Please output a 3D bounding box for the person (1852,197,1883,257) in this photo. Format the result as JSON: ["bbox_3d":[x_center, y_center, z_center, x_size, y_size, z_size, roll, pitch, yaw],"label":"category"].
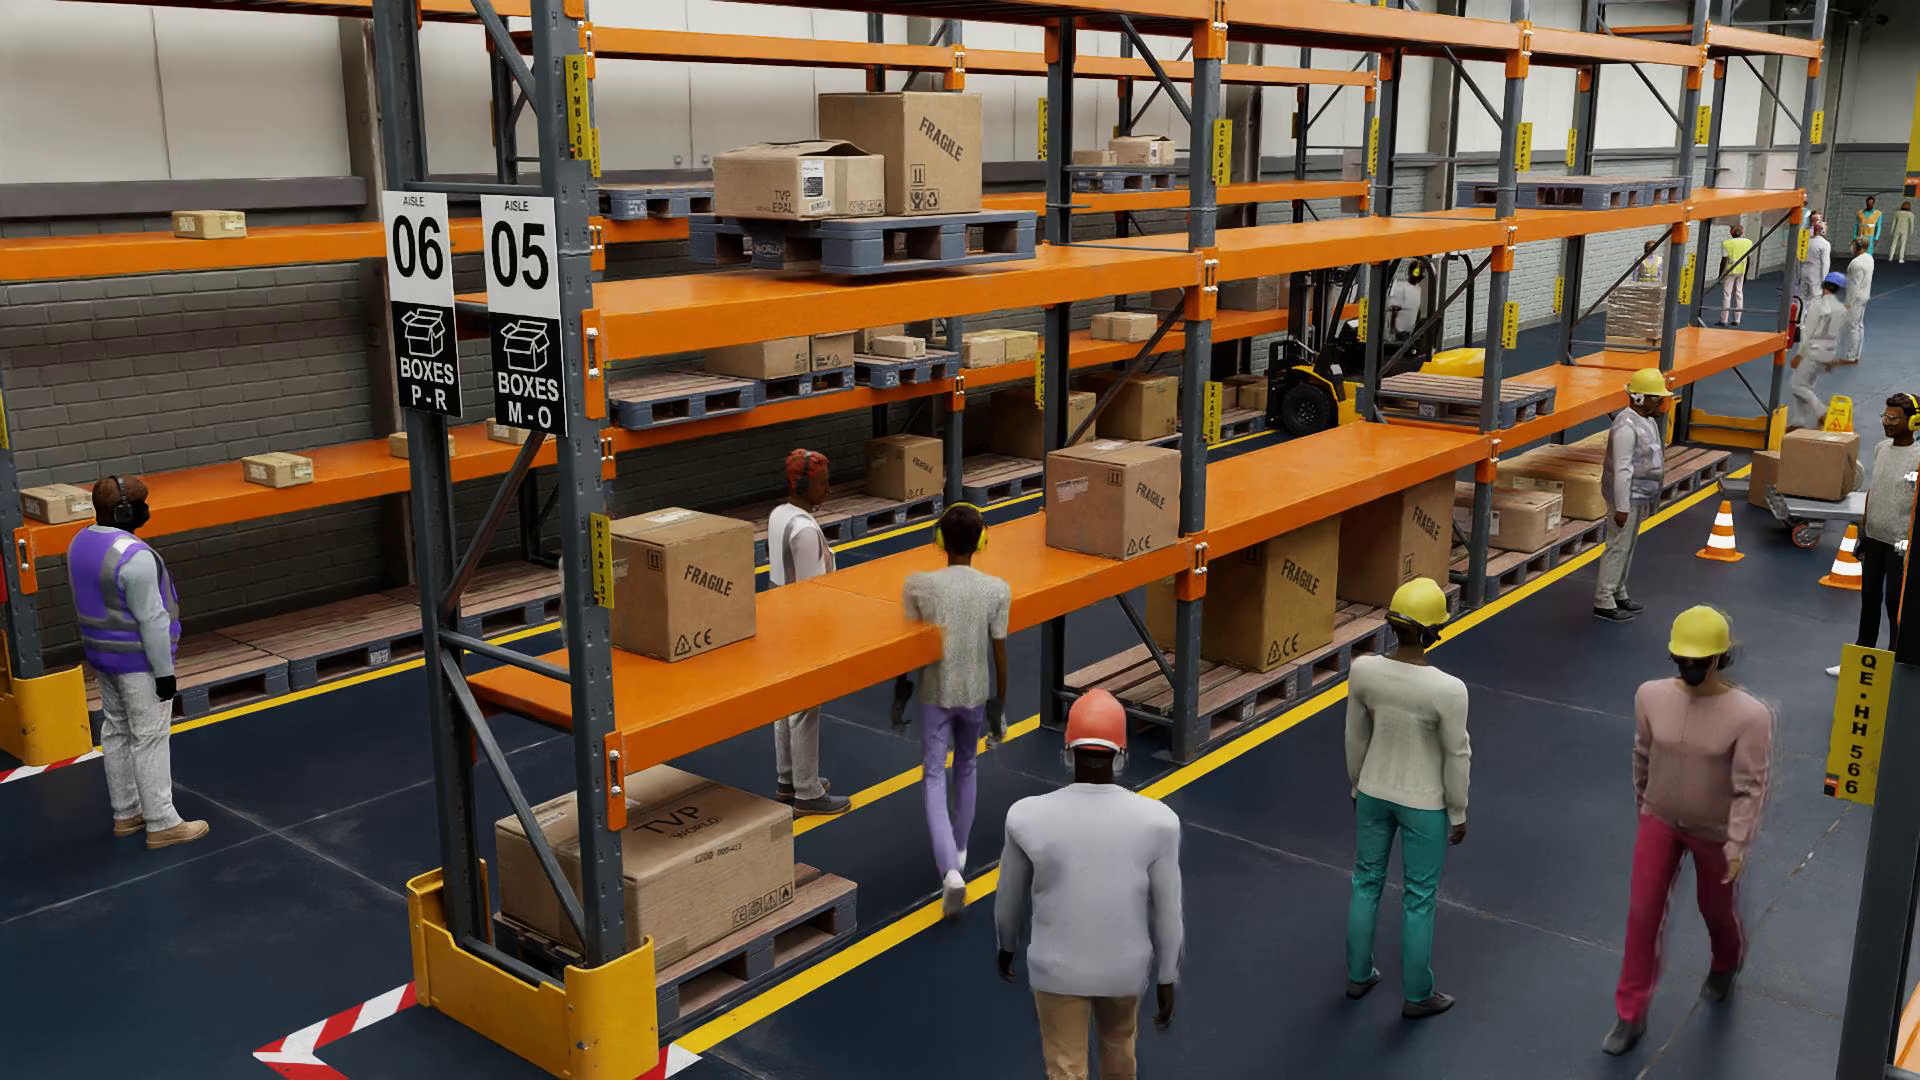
[{"bbox_3d":[21.734,-7.262,39.888,0.383,1.918,0.597,-11,18,-39],"label":"person"}]

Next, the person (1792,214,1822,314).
[{"bbox_3d":[16.274,-5.277,31.856,0.399,1.900,0.645,-4,14,-14],"label":"person"}]

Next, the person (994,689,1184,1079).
[{"bbox_3d":[0.400,1.312,5.376,0.580,1.721,0.720,-1,14,-4],"label":"person"}]

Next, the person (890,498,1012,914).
[{"bbox_3d":[-0.034,0.735,7.506,0.540,1.840,0.866,-2,14,-9],"label":"person"}]

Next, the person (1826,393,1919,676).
[{"bbox_3d":[5.791,0.008,10.388,0.323,1.871,0.528,-3,14,-13],"label":"person"}]

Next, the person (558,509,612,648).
[{"bbox_3d":[-1.808,0.580,8.571,0.506,1.621,0.529,7,15,26],"label":"person"}]

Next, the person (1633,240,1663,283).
[{"bbox_3d":[11.697,-4.289,28.362,0.511,1.641,0.307,-2,14,-6],"label":"person"}]

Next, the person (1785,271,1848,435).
[{"bbox_3d":[9.746,-2.100,18.923,0.640,1.895,0.588,-10,17,-36],"label":"person"}]

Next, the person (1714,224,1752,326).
[{"bbox_3d":[13.875,-4.752,29.832,0.565,1.840,0.390,-2,14,-7],"label":"person"}]

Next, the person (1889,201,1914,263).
[{"bbox_3d":[25.110,-8.213,44.362,0.546,1.628,0.313,13,19,42],"label":"person"}]

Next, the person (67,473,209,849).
[{"bbox_3d":[-4.013,0.584,8.104,0.634,1.841,0.429,10,17,34],"label":"person"}]

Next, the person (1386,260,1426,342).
[{"bbox_3d":[5.727,-2.652,21.290,0.602,1.839,0.544,12,18,40],"label":"person"}]

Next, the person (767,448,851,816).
[{"bbox_3d":[-0.795,0.468,8.484,0.353,1.886,0.572,-6,15,-22],"label":"person"}]

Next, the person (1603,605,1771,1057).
[{"bbox_3d":[2.828,1.064,6.376,0.526,1.731,0.847,12,18,41],"label":"person"}]

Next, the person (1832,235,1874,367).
[{"bbox_3d":[13.320,-3.554,24.747,0.360,1.938,0.635,13,19,41],"label":"person"}]

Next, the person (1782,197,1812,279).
[{"bbox_3d":[19.622,-7.060,38.888,0.627,2.005,0.932,11,17,37],"label":"person"}]

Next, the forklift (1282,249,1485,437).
[{"bbox_3d":[4.886,-2.214,18.767,2.313,2.155,1.214,11,18,38],"label":"forklift"}]

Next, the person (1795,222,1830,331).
[{"bbox_3d":[14.892,-4.579,28.990,0.399,1.910,0.643,-4,14,-16],"label":"person"}]

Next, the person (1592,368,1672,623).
[{"bbox_3d":[4.774,-0.318,11.823,0.405,1.824,0.594,10,17,34],"label":"person"}]

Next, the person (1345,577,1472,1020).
[{"bbox_3d":[1.749,1.009,6.528,0.525,1.769,0.308,13,19,42],"label":"person"}]
